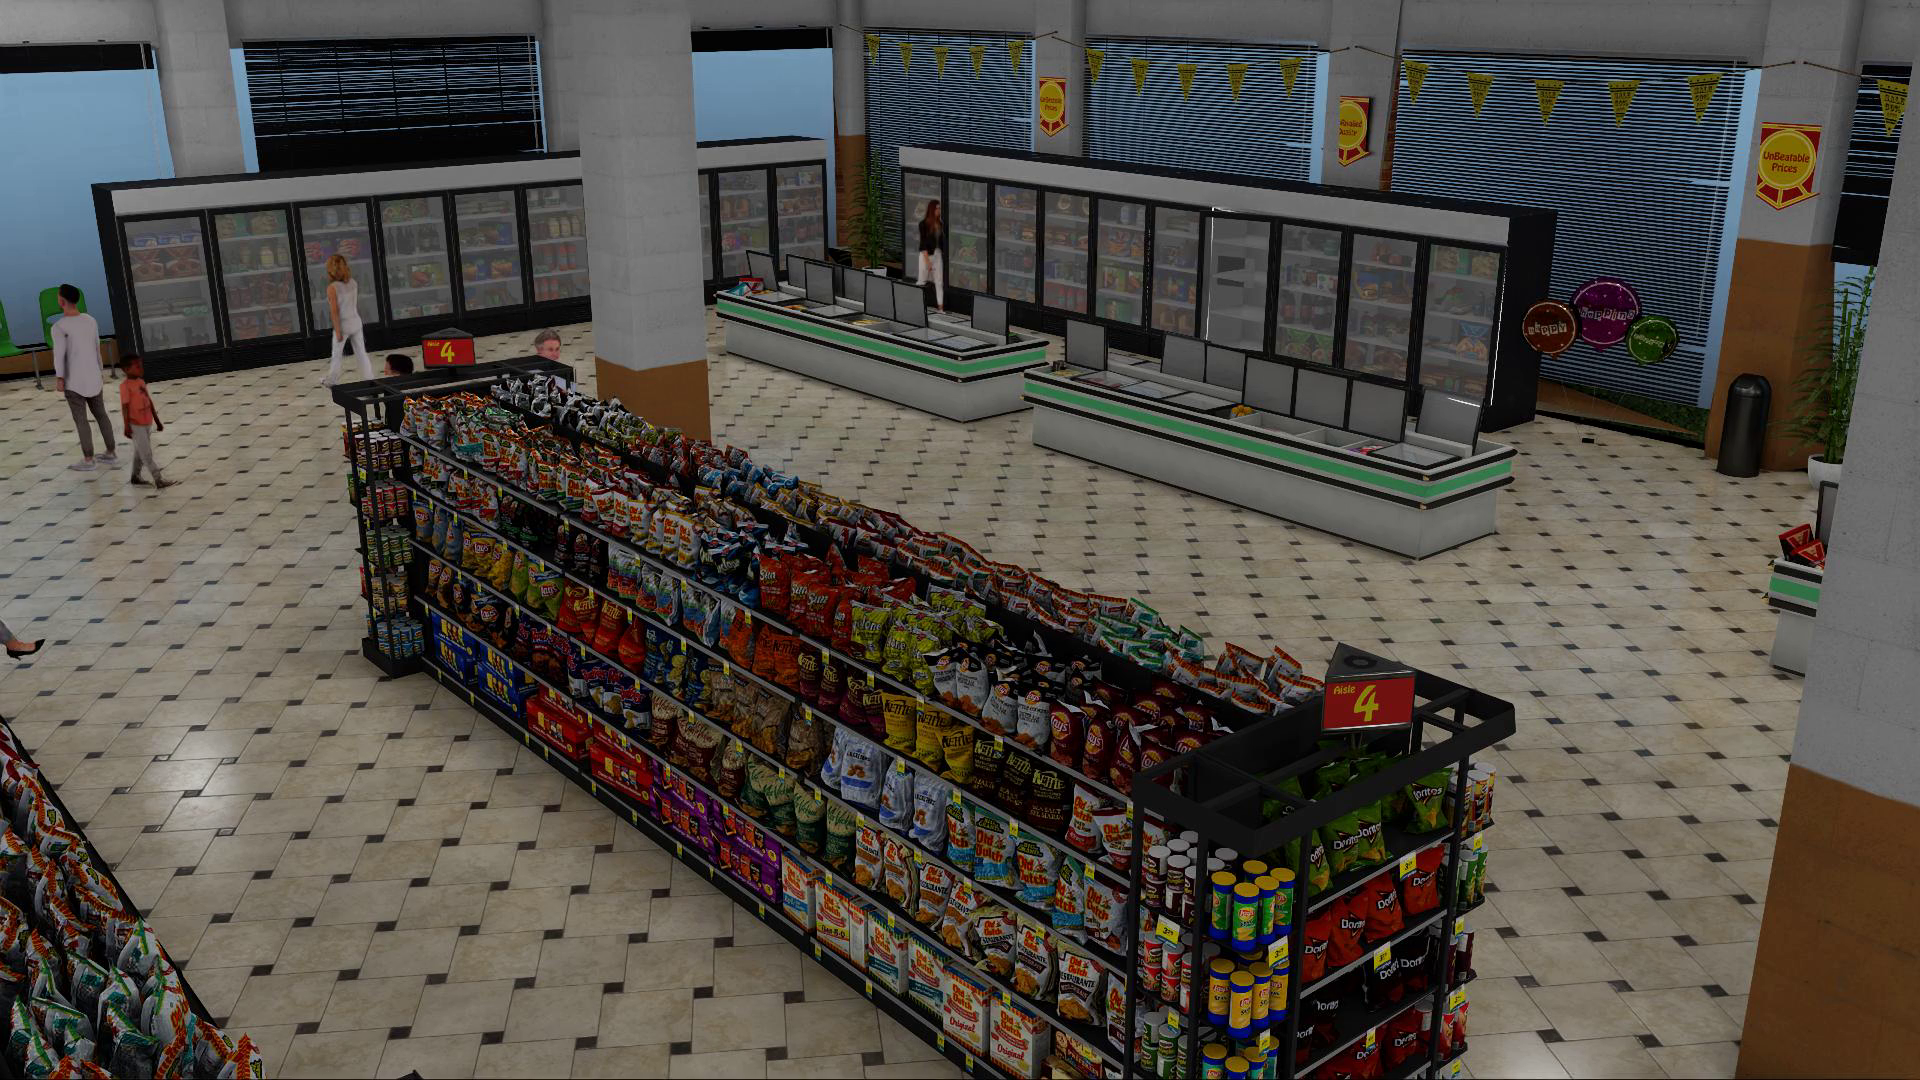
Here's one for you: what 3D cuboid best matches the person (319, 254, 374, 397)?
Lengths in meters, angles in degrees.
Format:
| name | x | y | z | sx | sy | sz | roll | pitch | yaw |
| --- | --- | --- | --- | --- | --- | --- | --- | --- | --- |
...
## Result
| name | x | y | z | sx | sy | sz | roll | pitch | yaw |
| --- | --- | --- | --- | --- | --- | --- | --- | --- | --- |
| person | -7.008 | -2.442 | 19.179 | 1.106 | 1.626 | 0.783 | 12 | 22 | 32 |

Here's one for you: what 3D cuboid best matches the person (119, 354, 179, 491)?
| name | x | y | z | sx | sy | sz | roll | pitch | yaw |
| --- | --- | --- | --- | --- | --- | --- | --- | --- | --- |
| person | -7.826 | -1.111 | 15.752 | 0.852 | 1.292 | 0.771 | 3 | 19 | 10 |

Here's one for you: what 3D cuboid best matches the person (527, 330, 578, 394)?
| name | x | y | z | sx | sy | sz | roll | pitch | yaw |
| --- | --- | --- | --- | --- | --- | --- | --- | --- | --- |
| person | -3.498 | -0.864 | 14.101 | 0.637 | 1.880 | 0.628 | -15 | 24 | -37 |

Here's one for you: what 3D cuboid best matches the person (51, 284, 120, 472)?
| name | x | y | z | sx | sy | sz | roll | pitch | yaw |
| --- | --- | --- | --- | --- | --- | --- | --- | --- | --- |
| person | -8.646 | -1.614 | 16.389 | 0.717 | 1.838 | 0.736 | 7 | 20 | 21 |

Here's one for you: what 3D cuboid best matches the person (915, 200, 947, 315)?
| name | x | y | z | sx | sy | sz | roll | pitch | yaw |
| --- | --- | --- | --- | --- | --- | --- | --- | --- | --- |
| person | -0.485 | -3.988 | 23.711 | 0.637 | 1.658 | 1.166 | -12 | 22 | -33 |
